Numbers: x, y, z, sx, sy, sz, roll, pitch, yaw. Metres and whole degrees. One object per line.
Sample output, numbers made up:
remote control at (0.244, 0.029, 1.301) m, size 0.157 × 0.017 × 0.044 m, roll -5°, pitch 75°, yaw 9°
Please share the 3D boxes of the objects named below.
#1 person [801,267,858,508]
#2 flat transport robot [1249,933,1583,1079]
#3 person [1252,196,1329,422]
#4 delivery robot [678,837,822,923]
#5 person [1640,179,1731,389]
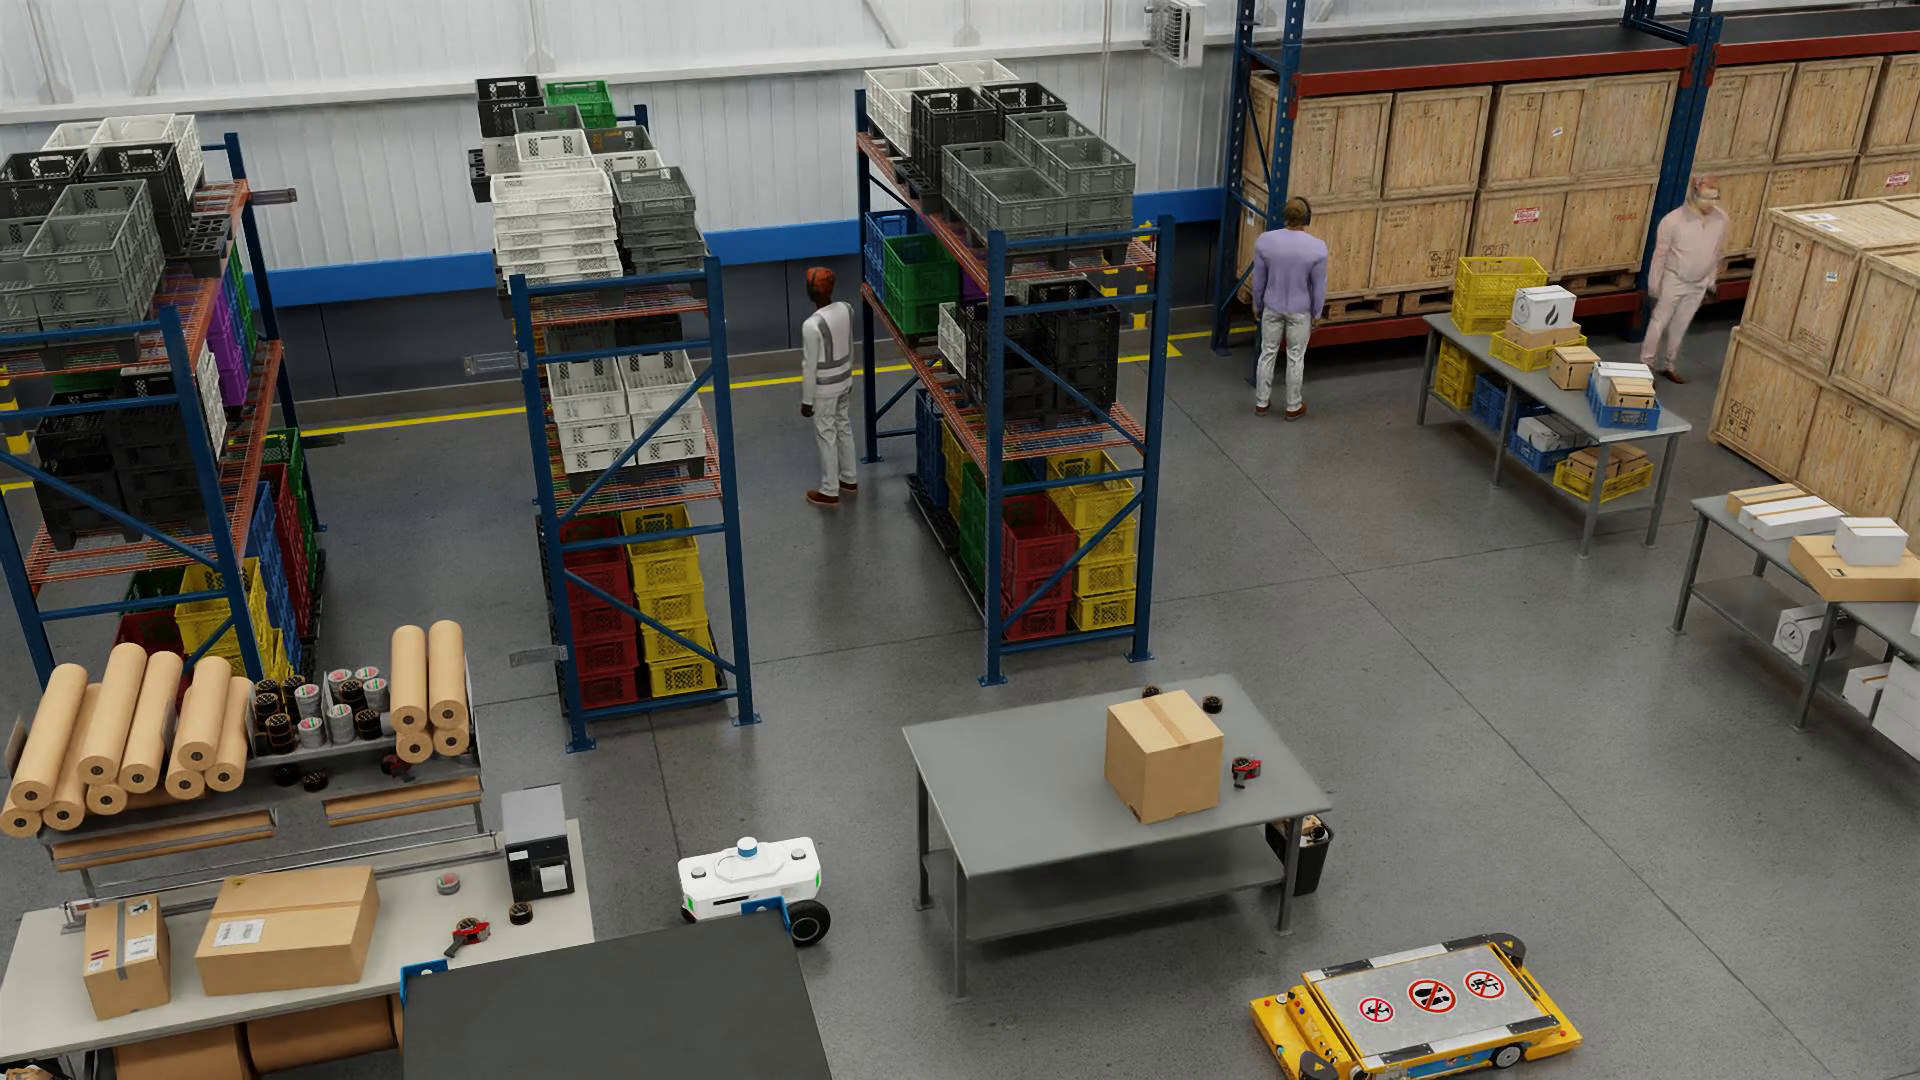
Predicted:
person at (-0.991, -1.157, 12.587) m, size 0.343 × 1.879 × 0.581 m, roll 15°, pitch 32°, yaw 25°
flat transport robot at (2.184, 2.282, 7.980) m, size 1.431 × 0.197 × 0.652 m, roll -8°, pitch 30°, yaw -14°
person at (2.743, -1.933, 13.931) m, size 0.630 × 1.940 × 0.372 m, roll 13°, pitch 31°, yaw 22°
delivery robot at (-1.084, 1.750, 8.563) m, size 0.707 × 0.478 × 0.477 m, roll -8°, pitch 30°, yaw -14°
person at (6.333, -2.247, 14.569) m, size 0.652 × 1.891 × 0.466 m, roll -5°, pitch 29°, yaw -9°
